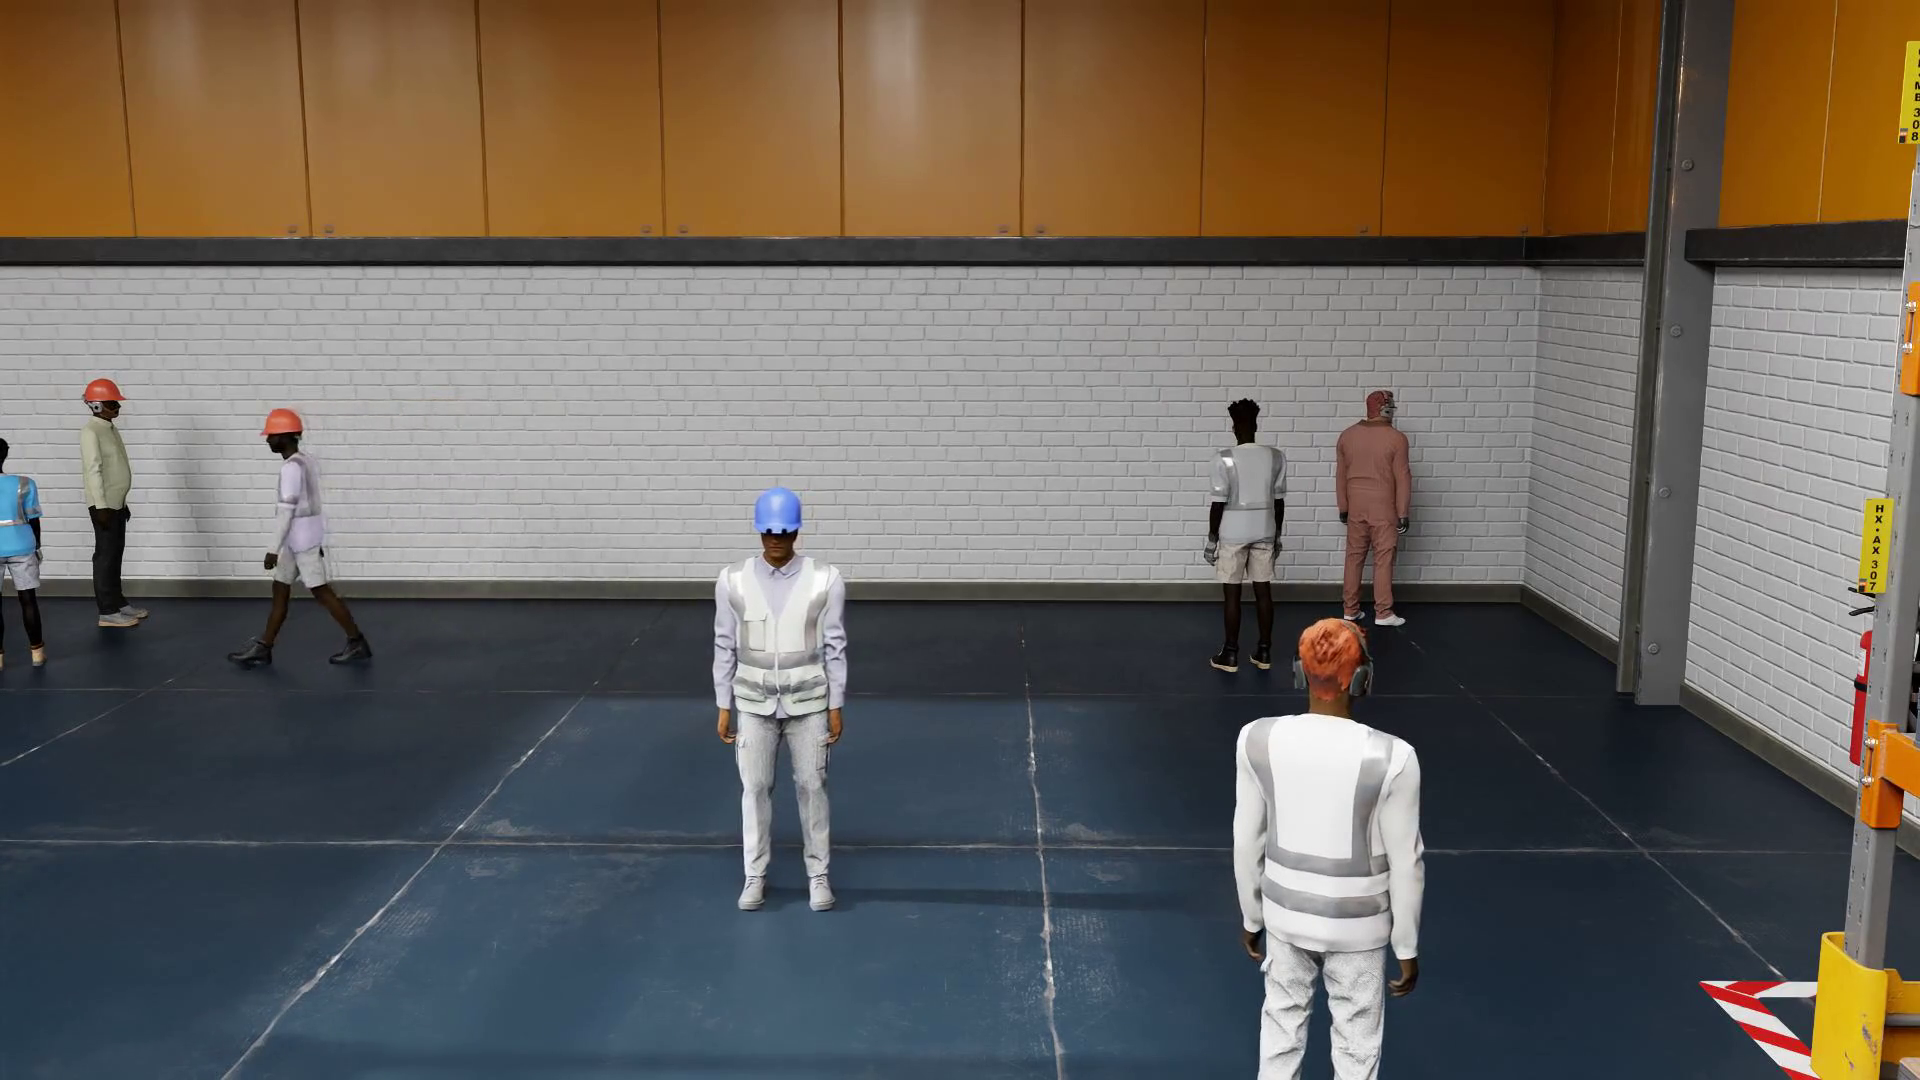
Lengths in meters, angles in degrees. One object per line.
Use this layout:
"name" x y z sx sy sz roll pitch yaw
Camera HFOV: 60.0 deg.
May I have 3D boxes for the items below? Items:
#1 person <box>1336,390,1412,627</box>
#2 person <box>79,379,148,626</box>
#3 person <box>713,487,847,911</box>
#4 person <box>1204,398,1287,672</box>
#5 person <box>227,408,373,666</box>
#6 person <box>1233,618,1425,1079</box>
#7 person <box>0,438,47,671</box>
"person" 3.353 -0.256 13.418 0.402 1.904 0.651 -9 13 -44
"person" -6.867 -0.305 13.439 0.380 1.995 0.611 -2 10 -13
"person" -0.809 0.720 7.464 0.603 1.940 0.413 0 9 1
"person" 2.037 -0.033 11.912 0.603 1.958 0.381 -3 10 -16
"person" -4.777 -0.007 12.000 0.996 1.890 0.548 -3 10 -19
"person" 1.101 1.161 4.988 0.576 1.883 0.352 6 11 30
"person" -6.866 0.094 11.940 0.532 1.696 0.319 -7 12 -36
